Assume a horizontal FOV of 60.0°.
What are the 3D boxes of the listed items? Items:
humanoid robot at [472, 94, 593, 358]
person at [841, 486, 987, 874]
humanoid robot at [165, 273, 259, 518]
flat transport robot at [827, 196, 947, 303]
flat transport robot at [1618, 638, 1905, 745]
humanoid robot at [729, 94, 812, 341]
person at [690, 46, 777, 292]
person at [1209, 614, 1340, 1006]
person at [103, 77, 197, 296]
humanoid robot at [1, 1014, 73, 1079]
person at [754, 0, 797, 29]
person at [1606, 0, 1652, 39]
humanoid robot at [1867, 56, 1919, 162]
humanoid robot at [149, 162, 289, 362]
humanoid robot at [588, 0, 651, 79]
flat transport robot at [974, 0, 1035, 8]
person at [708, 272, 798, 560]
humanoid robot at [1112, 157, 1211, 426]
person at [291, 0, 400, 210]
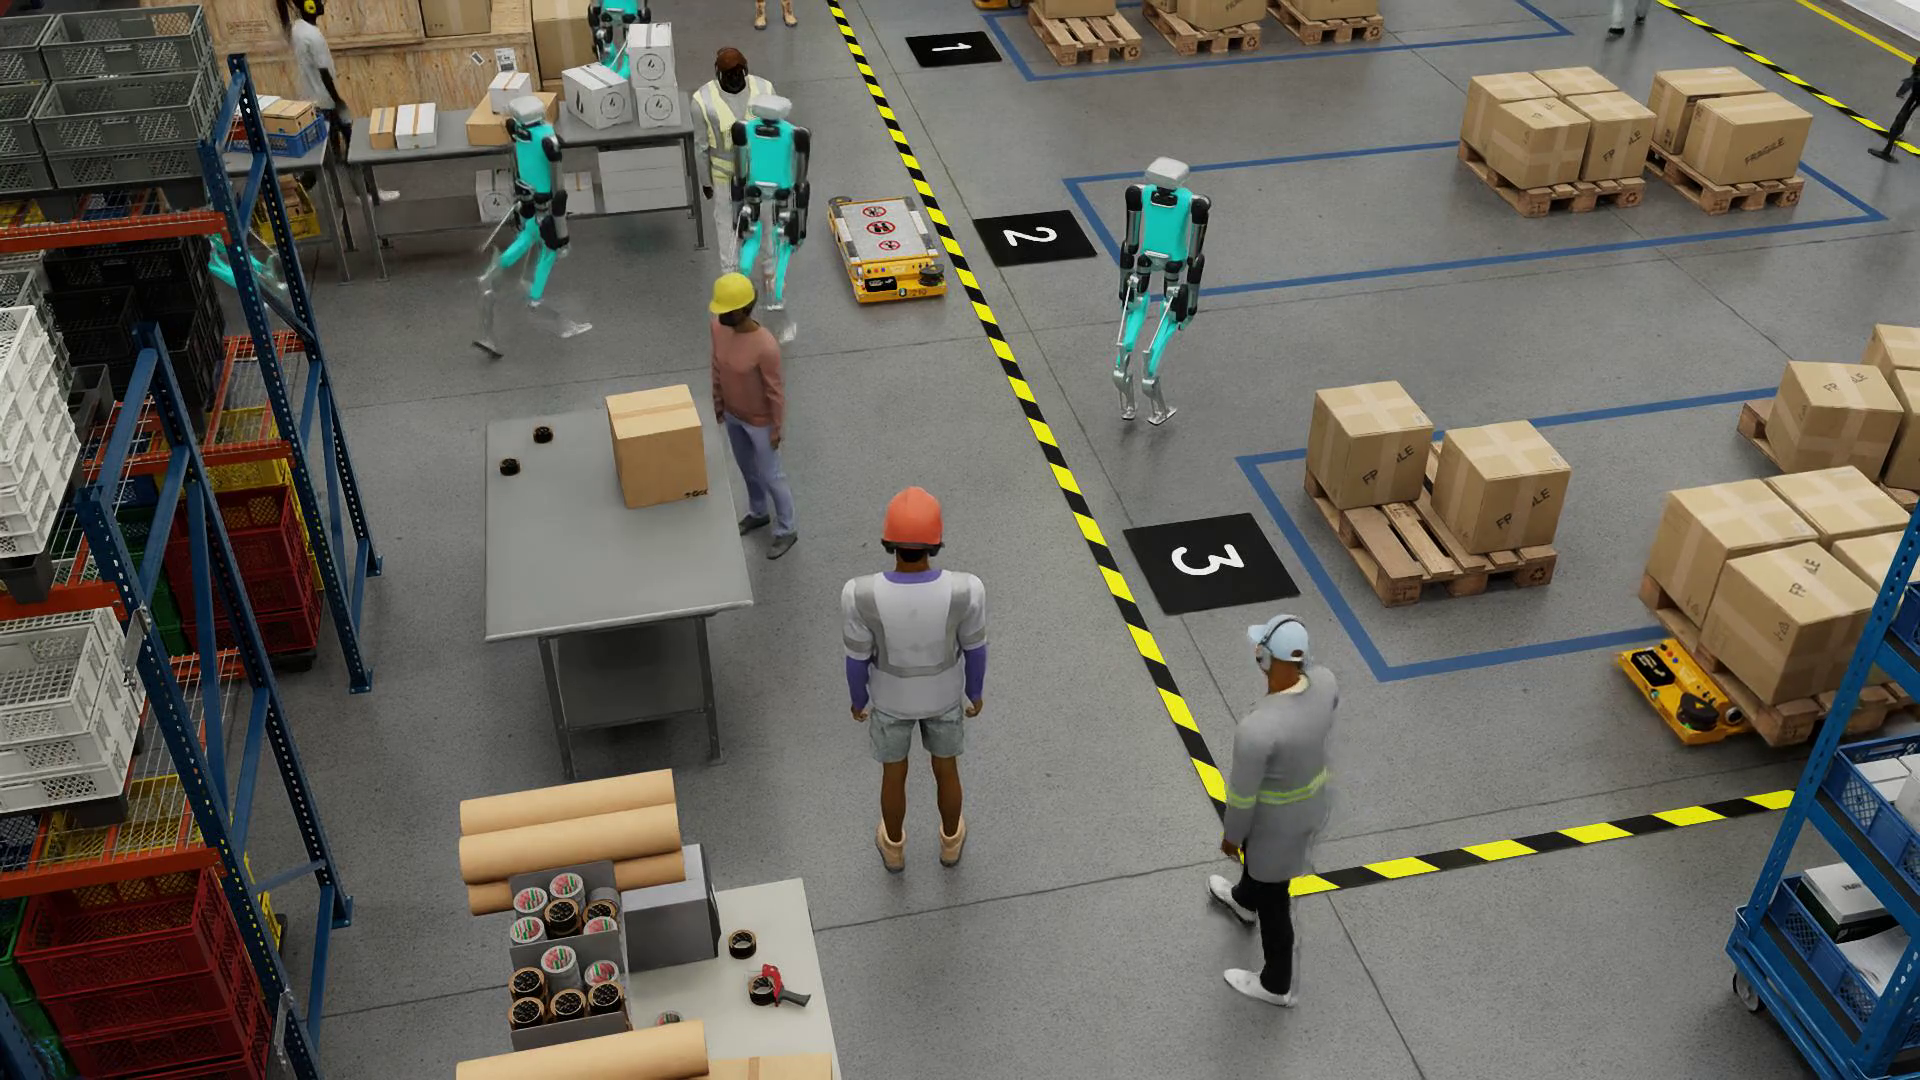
[{"bbox_3d":[-2.996,-1.992,11.031,0.530,1.778,0.999,31,46,35],"label":"humanoid robot"},{"bbox_3d":[-0.190,0.638,7.217,0.612,2.042,0.383,-3,37,-5],"label":"person"},{"bbox_3d":[-4.228,-0.804,9.465,0.620,1.632,0.585,-8,37,-11],"label":"humanoid robot"},{"bbox_3d":[-0.570,-2.220,12.538,0.659,0.231,1.431,-8,37,-10],"label":"flat transport robot"},{"bbox_3d":[4.250,0.670,8.630,1.431,0.197,0.652,-8,37,-10],"label":"flat transport robot"},{"bbox_3d":[-1.302,-1.961,10.974,0.568,1.775,0.853,6,37,8],"label":"humanoid robot"},{"bbox_3d":[-1.537,-2.577,11.709,0.622,1.838,0.430,-13,39,-17],"label":"person"},{"bbox_3d":[1.265,1.071,6.831,0.687,1.807,0.598,26,44,31],"label":"person"},{"bbox_3d":[-5.493,-2.253,11.268,0.504,1.838,0.350,31,46,34],"label":"person"},{"bbox_3d":[-3.073,2.092,5.605,0.781,1.630,0.601,-15,39,-20],"label":"humanoid robot"},{"bbox_3d":[-1.830,-5.991,16.121,0.613,2.040,0.391,-8,37,-10],"label":"person"},{"bbox_3d":[6.637,-5.799,16.077,0.616,1.775,0.926,19,41,24],"label":"person"},{"bbox_3d":[7.975,-3.772,13.477,0.611,1.640,0.738,-15,39,-19],"label":"humanoid robot"},{"bbox_3d":[-4.775,-1.960,10.918,0.676,1.762,0.547,6,37,8],"label":"humanoid robot"},{"bbox_3d":[-2.845,-3.972,13.680,0.530,1.769,0.944,6,37,8],"label":"humanoid robot"},{"bbox_3d":[0.815,-5.781,17.301,1.431,0.197,0.652,-8,37,-10],"label":"flat transport robot"},{"bbox_3d":[-1.178,-0.695,9.245,0.522,1.757,0.345,29,45,33],"label":"person"},{"bbox_3d":[1.140,-1.431,10.134,0.533,1.677,0.735,17,40,21],"label":"humanoid robot"},{"bbox_3d":[-4.925,-3.356,12.752,0.841,1.839,0.518,-16,39,-20],"label":"person"}]
